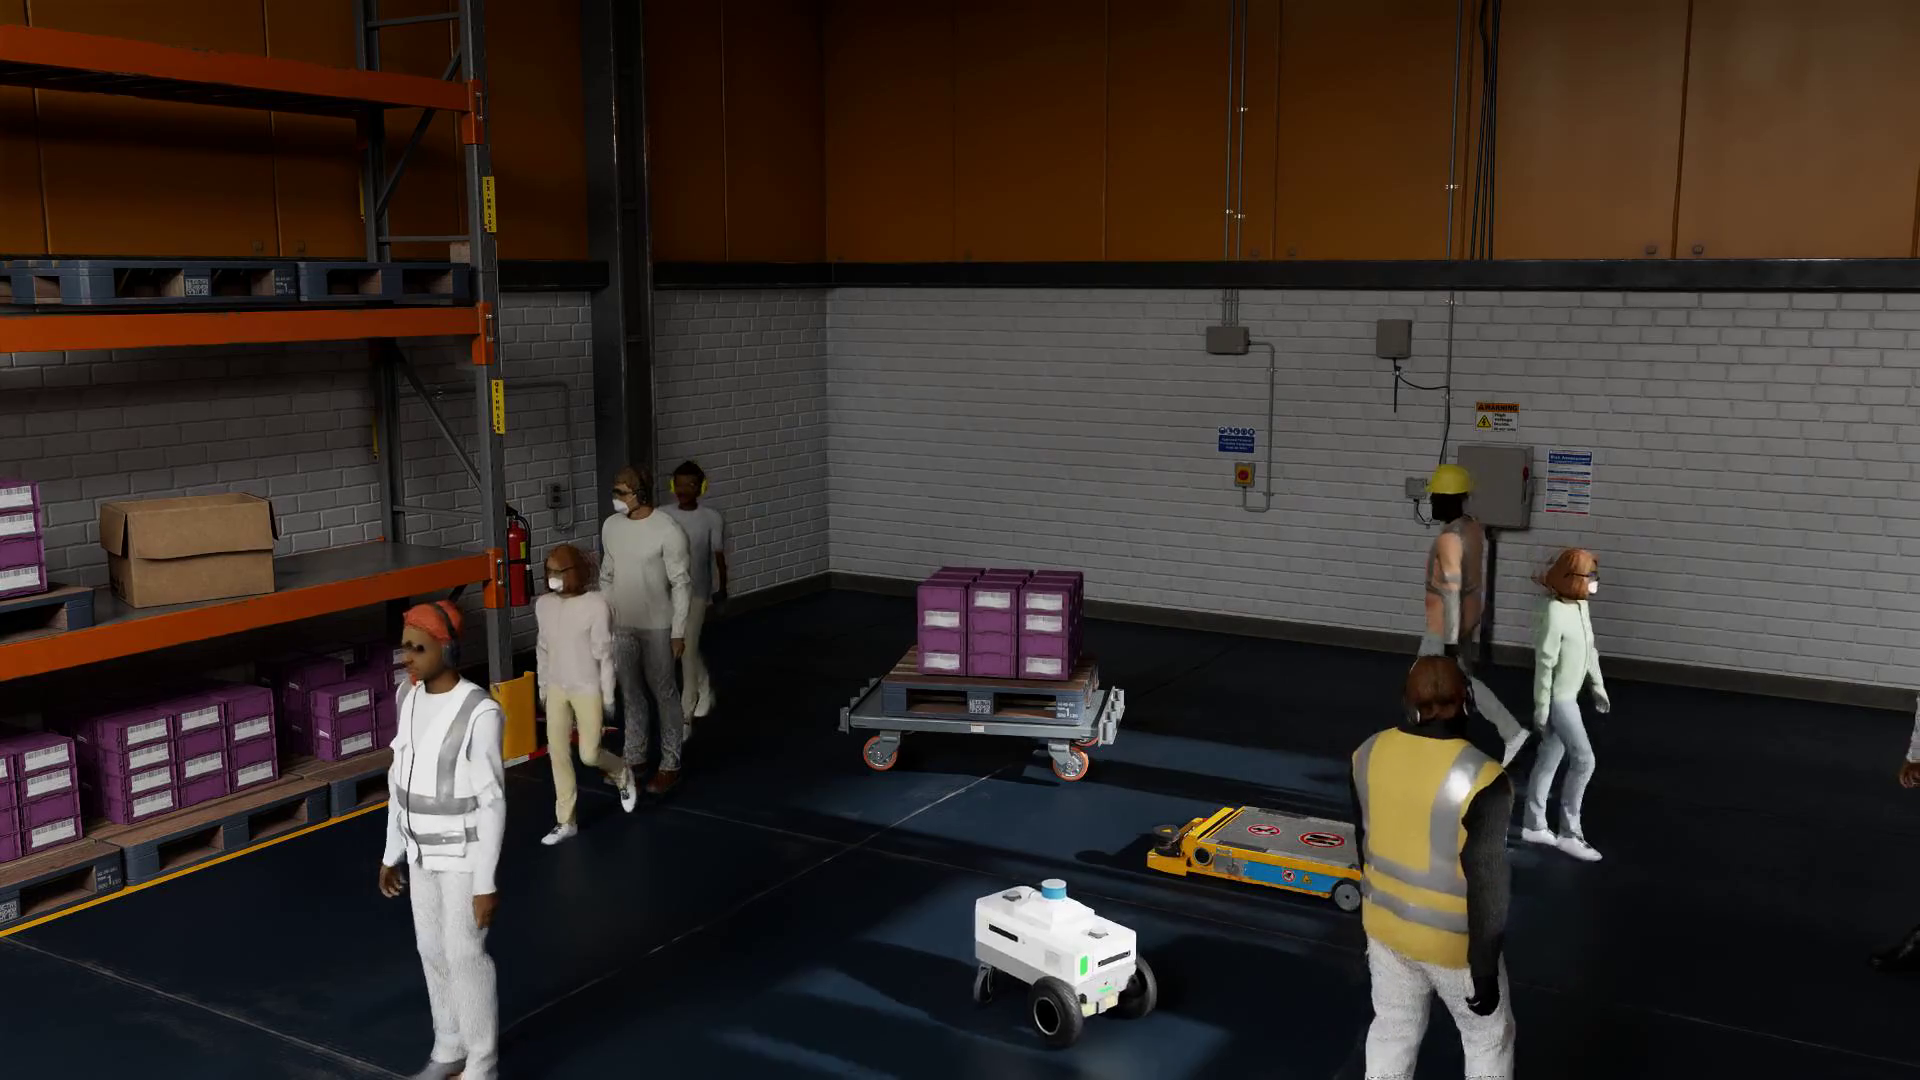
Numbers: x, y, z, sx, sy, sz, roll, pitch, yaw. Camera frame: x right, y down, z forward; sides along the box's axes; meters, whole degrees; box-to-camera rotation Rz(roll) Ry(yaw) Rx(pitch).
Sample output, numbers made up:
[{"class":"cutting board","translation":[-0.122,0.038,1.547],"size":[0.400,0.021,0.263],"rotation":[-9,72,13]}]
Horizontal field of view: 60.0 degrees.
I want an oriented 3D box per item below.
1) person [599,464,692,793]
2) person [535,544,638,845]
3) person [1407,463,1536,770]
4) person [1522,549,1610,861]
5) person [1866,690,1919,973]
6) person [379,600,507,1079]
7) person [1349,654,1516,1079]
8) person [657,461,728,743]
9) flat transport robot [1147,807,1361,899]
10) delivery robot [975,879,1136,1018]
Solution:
[{"class":"person","translation":[-1.850,0.513,9.751],"size":[0.634,1.933,0.352],"rotation":[5,11,30]},{"class":"person","translation":[-2.028,0.801,8.938],"size":[0.516,1.610,0.549],"rotation":[4,10,24]},{"class":"person","translation":[3.033,0.478,10.091],"size":[0.865,1.902,0.595],"rotation":[6,11,32]},{"class":"person","translation":[3.221,0.849,8.653],"size":[0.580,1.616,0.508],"rotation":[6,11,32]},{"class":"person","translation":[4.442,0.953,7.170],"size":[0.881,1.891,0.541],"rotation":[-1,9,-4]},{"class":"person","translation":[-1.852,1.142,5.991],"size":[0.582,1.883,0.363],"rotation":[7,12,39]},{"class":"person","translation":[1.635,1.269,5.458],"size":[0.797,1.800,0.660],"rotation":[-6,11,-32]},{"class":"person","translation":[-1.791,0.366,11.074],"size":[0.516,1.821,0.970],"rotation":[2,9,14]},{"class":"flat transport robot","translation":[1.722,1.575,8.297],"size":[1.431,0.197,0.652],"rotation":[5,11,30]},{"class":"delivery robot","translation":[0.382,1.628,6.790],"size":[0.477,0.478,0.707],"rotation":[-7,12,-39]}]
